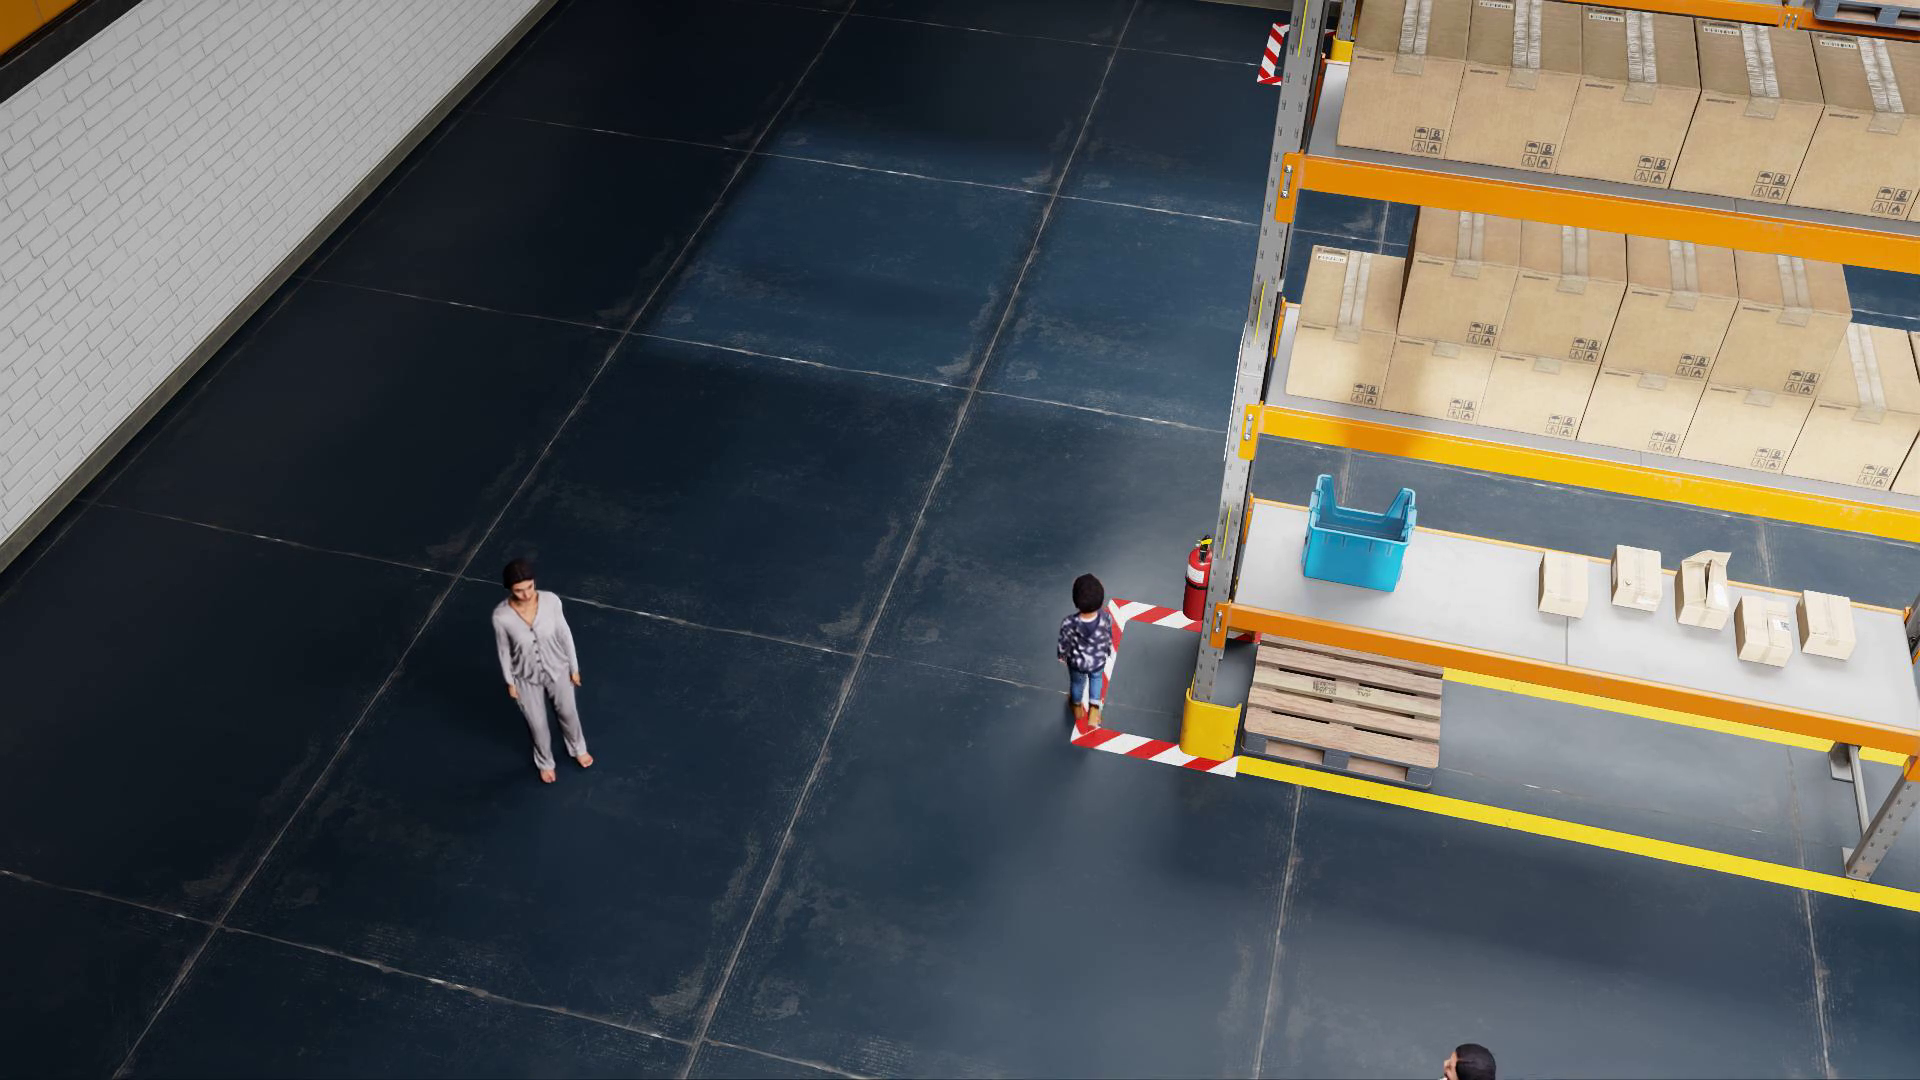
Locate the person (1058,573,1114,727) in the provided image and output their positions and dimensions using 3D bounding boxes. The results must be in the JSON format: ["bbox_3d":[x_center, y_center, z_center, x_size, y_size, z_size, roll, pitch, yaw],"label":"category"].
[{"bbox_3d":[0.802,0.729,10.424,0.661,1.245,0.674,-3,44,-3],"label":"person"}]

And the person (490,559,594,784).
[{"bbox_3d":[-2.528,0.765,10.007,0.641,1.768,0.726,-17,46,-17],"label":"person"}]
